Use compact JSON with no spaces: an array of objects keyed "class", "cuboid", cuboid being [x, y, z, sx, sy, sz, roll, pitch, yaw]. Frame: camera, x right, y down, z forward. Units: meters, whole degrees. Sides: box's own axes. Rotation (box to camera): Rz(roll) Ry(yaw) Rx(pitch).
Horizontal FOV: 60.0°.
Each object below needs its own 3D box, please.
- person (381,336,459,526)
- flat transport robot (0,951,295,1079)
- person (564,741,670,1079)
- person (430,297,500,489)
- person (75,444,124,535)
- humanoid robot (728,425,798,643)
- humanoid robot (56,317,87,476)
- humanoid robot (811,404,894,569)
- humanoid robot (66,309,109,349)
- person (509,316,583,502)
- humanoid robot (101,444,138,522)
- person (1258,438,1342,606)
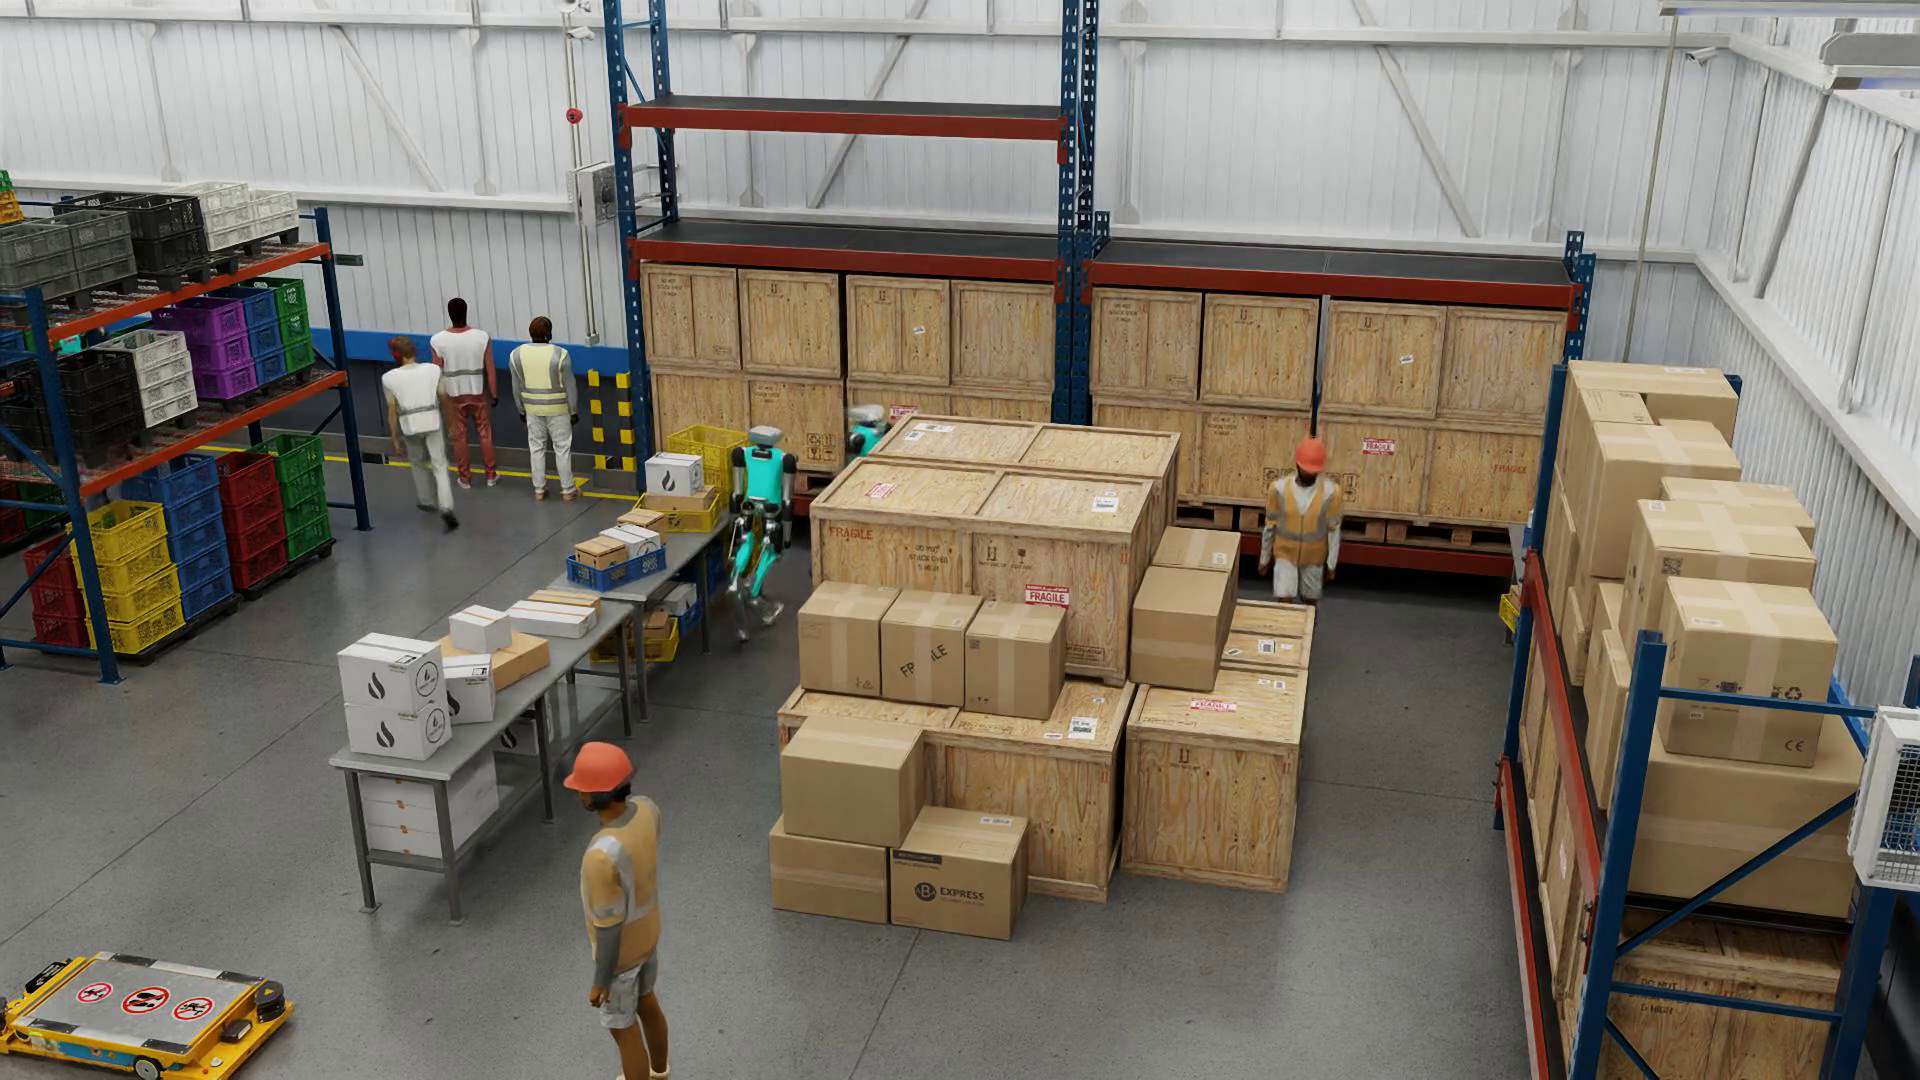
[{"class":"person","cuboid":[-5.043,-1.021,15.589,0.606,1.796,0.916,-10,23,-24]},{"class":"flat transport robot","cuboid":[-4.270,2.464,8.601,1.431,0.231,0.659,5,22,13]},{"class":"person","cuboid":[-1.585,1.857,7.708,0.379,2.040,0.614,4,21,10]},{"class":"person","cuboid":[-4.900,-1.450,16.533,0.596,1.915,0.371,-7,22,-17]},{"class":"person","cuboid":[-7.438,-0.538,14.388,0.527,1.749,0.449,0,21,1]},{"class":"humanoid robot","cuboid":[-1.602,0.031,12.892,0.547,1.713,1.002,6,22,14]},{"class":"humanoid robot","cuboid":[-8.925,-1.334,16.484,0.669,1.790,0.554,6,22,16]},{"class":"humanoid robot","cuboid":[-1.016,-0.308,13.844,0.935,1.793,0.541,12,24,29]},{"class":"humanoid robot","cuboid":[-8.854,-1.382,16.591,0.597,1.769,0.880,11,23,26]},{"class":"person","cuboid":[-3.999,-1.266,16.155,0.632,1.843,0.429,2,21,6]},{"class":"humanoid robot","cuboid":[-7.564,-0.661,14.810,0.588,1.641,0.382,15,25,33]},{"class":"person","cuboid":[2.561,0.079,12.565,0.584,1.899,0.817,4,21,9]}]
